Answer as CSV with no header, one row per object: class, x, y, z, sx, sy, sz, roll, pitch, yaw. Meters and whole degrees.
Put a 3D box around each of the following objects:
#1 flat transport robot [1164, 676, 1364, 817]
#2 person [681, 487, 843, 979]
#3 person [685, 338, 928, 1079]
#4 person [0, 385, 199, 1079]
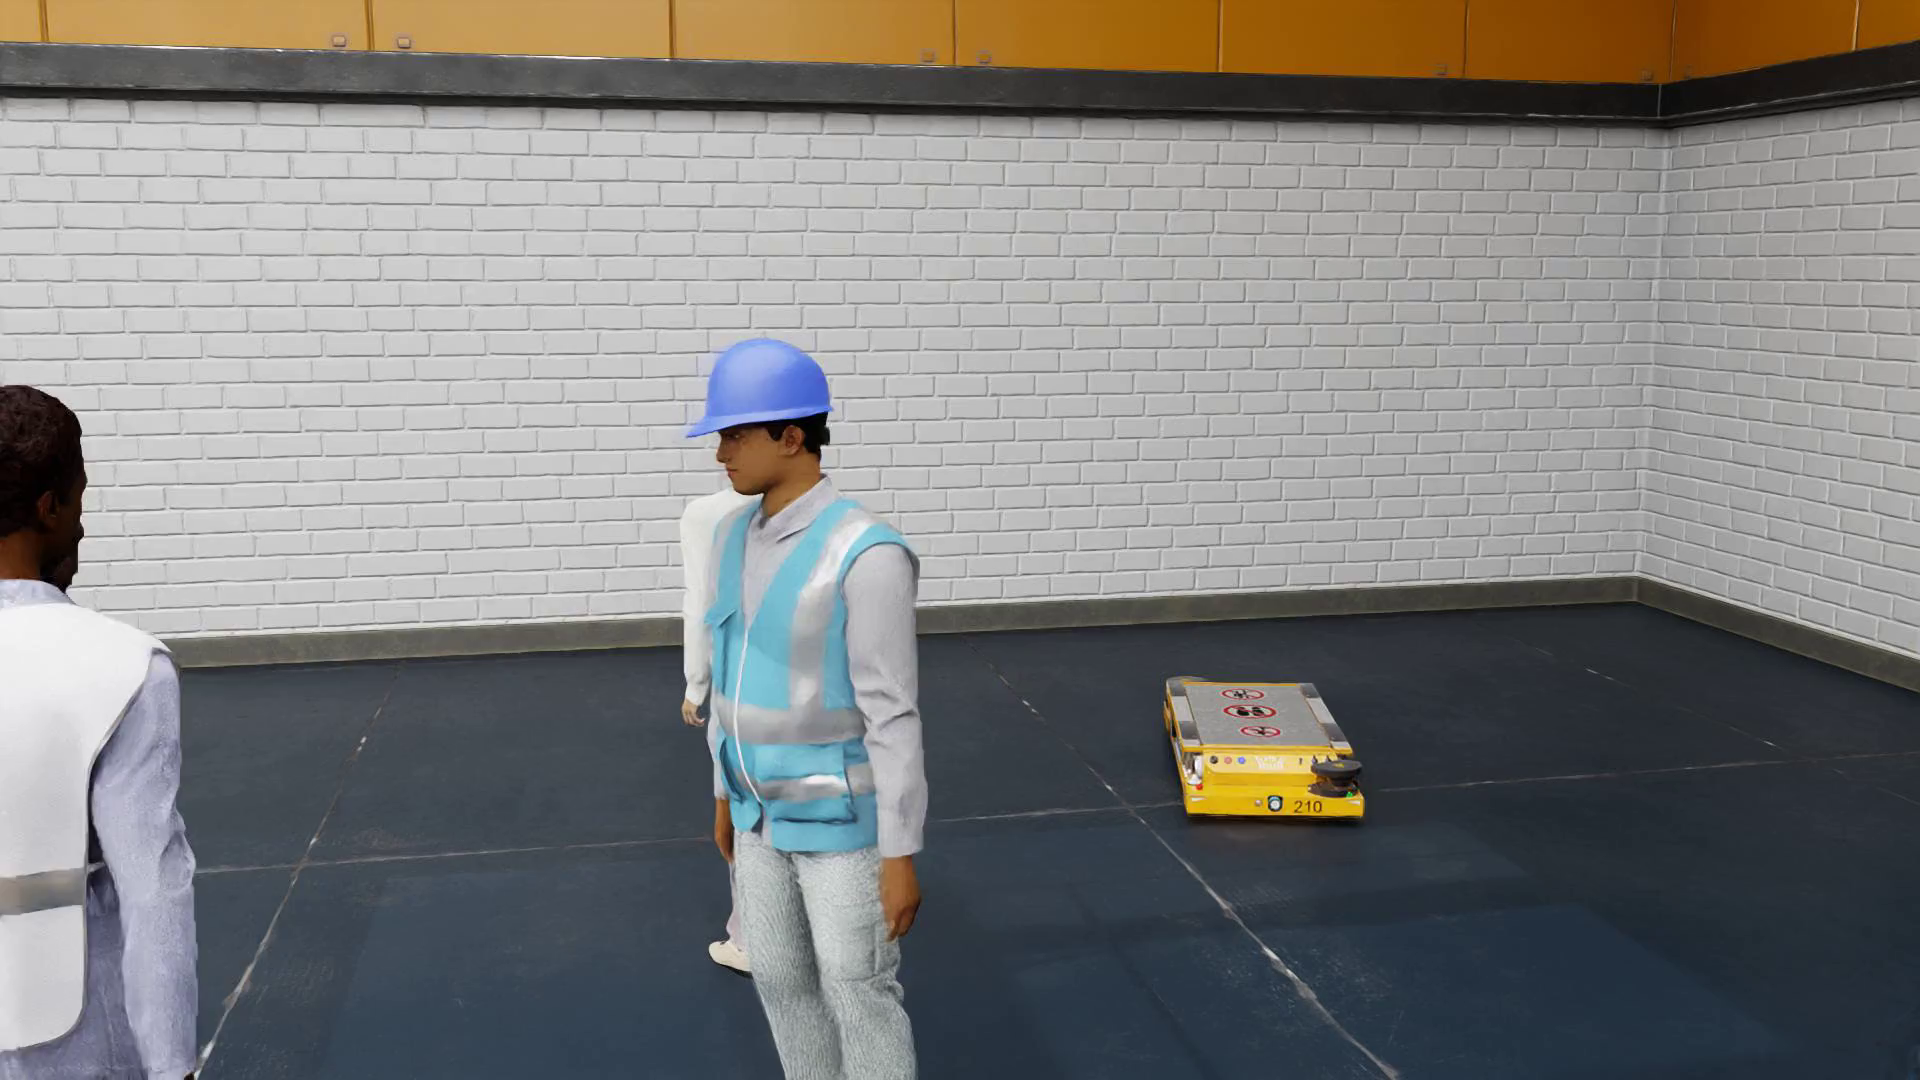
flat transport robot,1.211,0.820,6.858,0.652,0.197,1.431,1,9,3
person,-0.568,0.401,4.891,0.523,1.761,0.328,-5,10,-26
person,-0.315,0.555,3.429,0.408,1.936,0.652,-8,13,-42
person,-1.441,0.720,2.507,0.615,1.898,0.585,1,9,5
